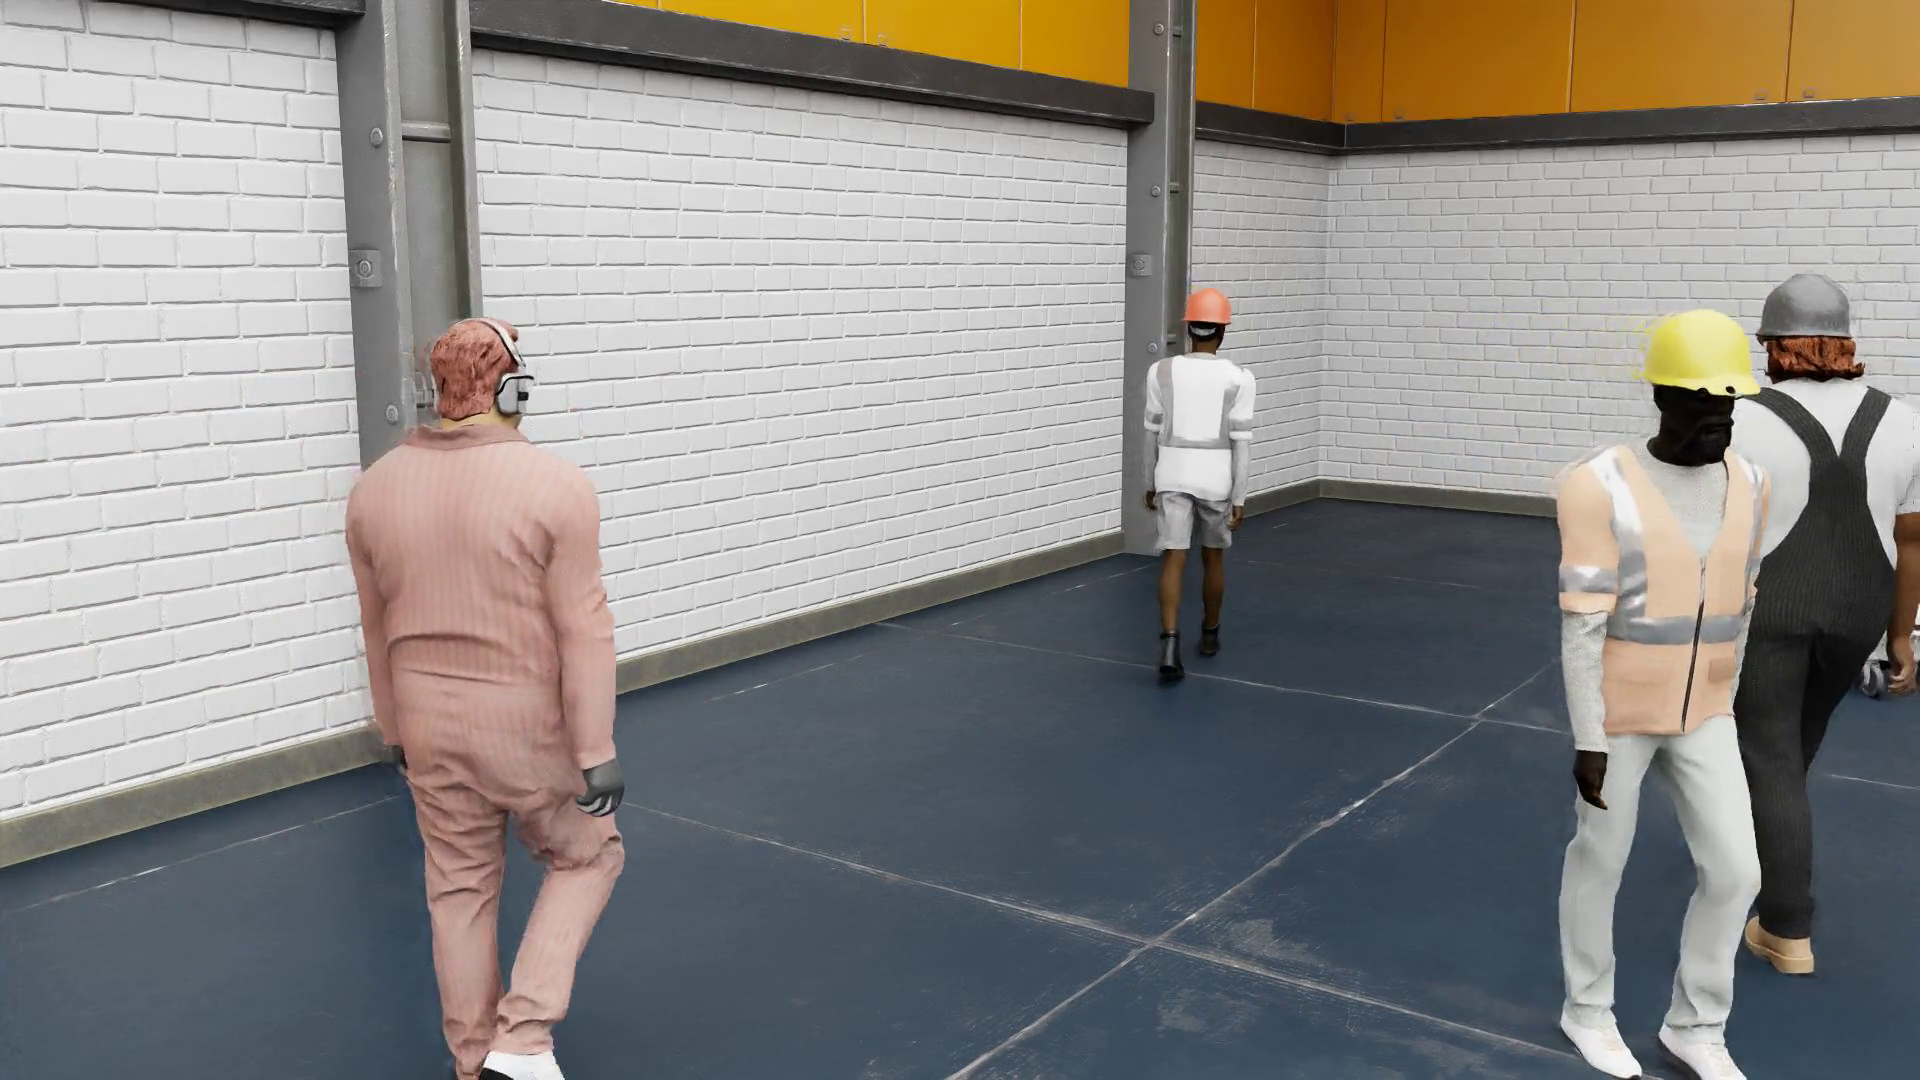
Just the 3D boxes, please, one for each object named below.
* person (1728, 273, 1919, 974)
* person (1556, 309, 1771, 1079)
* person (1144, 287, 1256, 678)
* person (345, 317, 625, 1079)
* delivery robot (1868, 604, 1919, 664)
[{"bbox_3d":[2.438,0.176,4.989,0.701,2.000,1.005,0,10,0],"label":"person"},{"bbox_3d":[1.697,0.416,3.966,0.589,1.904,0.666,-2,10,-11],"label":"person"},{"bbox_3d":[1.163,-0.286,8.169,0.543,1.903,0.963,2,10,11],"label":"person"},{"bbox_3d":[-1.069,0.434,3.882,0.676,1.891,0.432,3,10,17],"label":"person"},{"bbox_3d":[4.354,0.373,7.956,0.477,0.478,0.707,0,10,-2],"label":"delivery robot"}]
